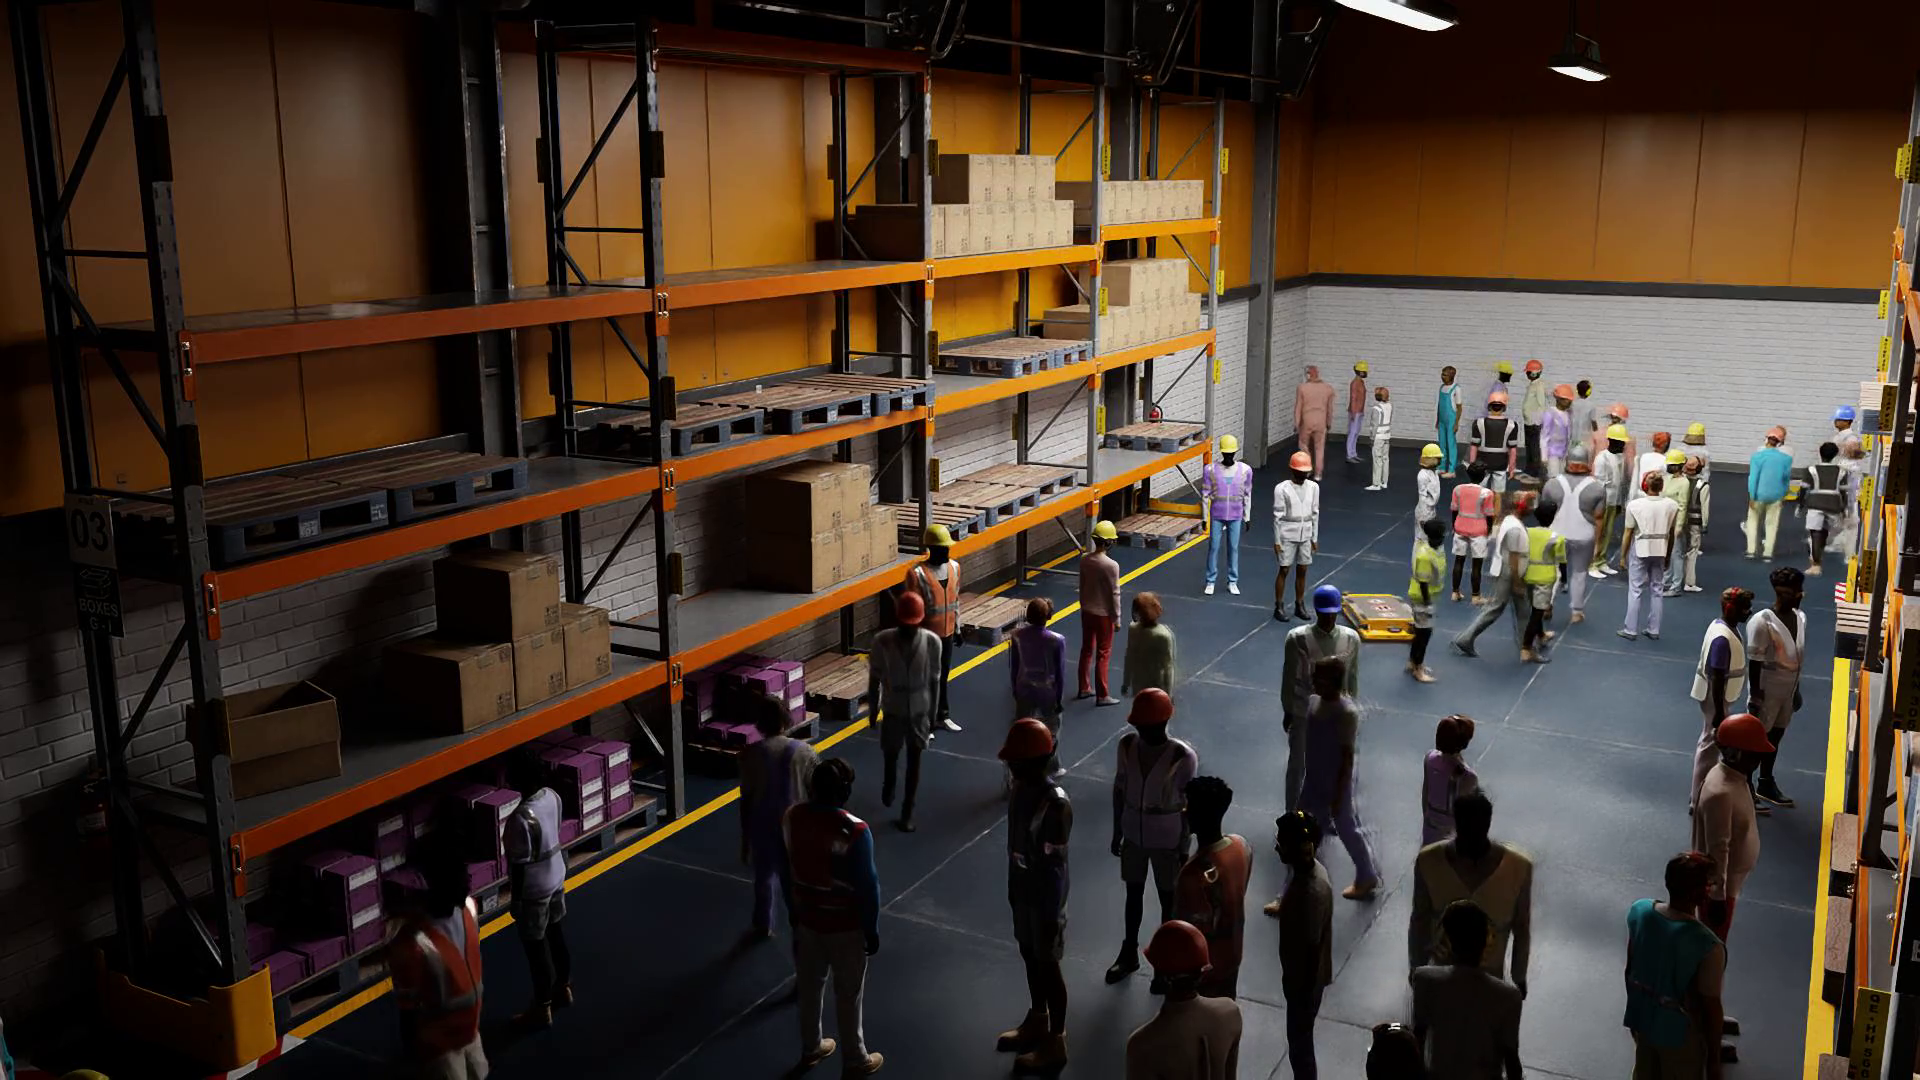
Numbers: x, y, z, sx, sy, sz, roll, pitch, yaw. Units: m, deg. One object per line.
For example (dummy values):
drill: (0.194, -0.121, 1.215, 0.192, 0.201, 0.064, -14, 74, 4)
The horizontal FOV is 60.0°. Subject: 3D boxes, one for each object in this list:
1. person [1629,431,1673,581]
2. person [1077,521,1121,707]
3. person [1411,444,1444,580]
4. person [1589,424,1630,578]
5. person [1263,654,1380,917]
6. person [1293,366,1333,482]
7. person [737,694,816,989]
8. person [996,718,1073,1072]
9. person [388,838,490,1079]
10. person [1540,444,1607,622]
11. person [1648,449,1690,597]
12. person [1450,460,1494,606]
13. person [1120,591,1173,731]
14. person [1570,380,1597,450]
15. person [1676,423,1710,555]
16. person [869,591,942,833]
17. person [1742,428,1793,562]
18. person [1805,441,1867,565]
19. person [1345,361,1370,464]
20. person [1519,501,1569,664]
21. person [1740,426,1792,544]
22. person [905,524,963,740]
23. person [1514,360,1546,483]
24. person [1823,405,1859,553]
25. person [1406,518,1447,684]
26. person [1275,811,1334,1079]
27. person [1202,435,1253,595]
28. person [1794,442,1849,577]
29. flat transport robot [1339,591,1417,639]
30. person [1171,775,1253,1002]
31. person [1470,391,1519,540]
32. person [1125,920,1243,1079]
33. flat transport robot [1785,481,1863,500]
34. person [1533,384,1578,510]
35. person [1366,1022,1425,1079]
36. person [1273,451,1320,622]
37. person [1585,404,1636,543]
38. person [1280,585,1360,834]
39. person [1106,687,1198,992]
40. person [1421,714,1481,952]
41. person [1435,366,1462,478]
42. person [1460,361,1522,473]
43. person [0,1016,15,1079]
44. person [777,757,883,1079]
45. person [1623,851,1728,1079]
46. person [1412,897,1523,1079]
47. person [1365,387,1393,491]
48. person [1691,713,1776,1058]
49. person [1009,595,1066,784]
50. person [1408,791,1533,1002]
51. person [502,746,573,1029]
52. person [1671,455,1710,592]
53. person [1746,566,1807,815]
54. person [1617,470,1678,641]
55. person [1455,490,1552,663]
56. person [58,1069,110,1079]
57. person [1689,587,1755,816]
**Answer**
person: (8.594, -0.422, 20.424, 0.851, 1.850, 0.606, -7, 15, -30)
person: (1.330, 0.685, 15.689, 0.341, 1.760, 0.530, -9, 15, -35)
person: (5.665, -0.303, 20.132, 0.289, 1.746, 0.487, 7, 14, 29)
person: (8.024, -0.484, 20.566, 0.584, 1.918, 0.401, -11, 17, -41)
person: (2.525, 1.642, 11.305, 0.937, 1.812, 0.518, -8, 15, -32)
person: (5.708, -1.905, 27.036, 0.701, 1.861, 0.865, -1, 13, -5)
person: (-1.129, 1.860, 10.500, 0.526, 1.745, 1.135, -3, 13, -13)
person: (0.401, 1.972, 9.313, 0.408, 2.035, 0.601, -6, 14, -24)
person: (-2.533, 2.321, 7.948, 0.682, 1.945, 0.603, 4, 13, 16)
person: (6.782, -0.069, 18.419, 0.697, 2.000, 0.647, 7, 15, 30)
person: (8.407, -0.202, 19.658, 0.336, 1.760, 0.525, 0, 13, -2)
person: (5.931, -0.086, 19.263, 0.318, 1.697, 0.540, -11, 17, -42)
person: (1.564, 1.205, 13.660, 0.411, 1.620, 0.512, -8, 15, -31)
person: (9.462, -1.523, 25.389, 0.567, 1.865, 0.566, -10, 16, -37)
person: (9.559, -0.668, 21.776, 0.325, 1.740, 0.493, -11, 17, -40)
person: (-0.415, 1.274, 12.721, 0.551, 1.909, 0.619, -1, 13, -6)
person: (10.426, -0.581, 21.447, 0.581, 1.709, 0.545, 1, 13, 2)
person: (11.233, -0.476, 21.187, 0.626, 1.616, 0.511, 2, 13, 9)
person: (6.850, -2.200, 28.599, 0.337, 1.758, 0.518, 7, 15, 30)
person: (6.024, 0.411, 17.155, 0.874, 1.642, 0.545, -9, 15, -35)
person: (10.946, -0.759, 22.528, 0.513, 1.575, 0.866, 1, 13, 2)
person: (-0.212, 0.803, 14.770, 0.594, 1.927, 0.367, -11, 17, -40)
person: (9.203, -1.908, 26.761, 0.387, 1.989, 0.623, 1, 13, 3)
person: (11.589, -0.810, 21.942, 0.380, 1.950, 0.605, 1, 13, 5)
person: (4.574, 0.580, 16.374, 0.385, 1.665, 0.581, 8, 15, 31)
person: (1.717, 2.250, 8.456, 0.333, 1.858, 0.510, 1, 13, 5)
person: (3.156, -0.294, 19.683, 0.590, 1.926, 0.388, 1, 13, 2)
person: (10.768, -0.404, 20.804, 0.584, 1.630, 0.891, 2, 13, 9)
flat transport robot: (4.646, 0.824, 18.415, 0.652, 0.197, 1.431, 0, 13, 0)
person: (1.271, 2.159, 8.607, 0.361, 1.964, 0.616, 9, 15, 34)
person: (7.259, -1.011, 22.679, 0.611, 2.030, 0.409, 3, 13, 14)
person: (0.899, 2.522, 6.921, 0.611, 1.995, 0.375, -10, 16, -37)
flat transport robot: (13.186, -0.762, 25.519, 1.431, 0.197, 0.652, 2, 13, 9)
person: (8.461, -1.247, 23.772, 0.649, 2.011, 0.710, -10, 16, -37)
person: (1.651, 2.721, 6.392, 0.504, 1.839, 0.348, -1, 13, -2)
person: (3.756, -0.037, 18.537, 0.547, 1.931, 0.383, -4, 13, -16)
person: (8.616, -0.832, 22.091, 1.050, 1.940, 0.633, -10, 16, -38)
person: (2.723, 1.279, 12.588, 0.602, 1.949, 0.391, -1, 13, -5)
person: (1.168, 1.821, 10.206, 0.542, 1.930, 0.375, 8, 15, 31)
person: (3.088, 1.896, 10.517, 0.307, 1.644, 0.514, -5, 13, -20)
person: (7.977, -1.931, 27.202, 0.332, 1.842, 0.508, -5, 14, -22)
person: (8.863, -2.051, 27.660, 0.947, 1.888, 0.604, 6, 14, 26)
person: (-4.214, 2.590, 6.998, 0.429, 1.833, 0.636, 3, 13, 15)
person: (-0.696, 2.086, 9.218, 0.635, 1.842, 0.429, 8, 15, 32)
person: (3.391, 2.367, 7.948, 0.389, 1.847, 0.567, -5, 14, -22)
person: (2.326, 2.484, 7.468, 0.595, 1.828, 0.755, 8, 15, 31)
person: (6.602, -1.591, 26.145, 0.305, 1.637, 0.522, 12, 17, 42)
person: (4.371, 1.942, 9.517, 0.387, 1.991, 0.626, 7, 14, 28)
person: (0.612, 1.244, 13.501, 0.519, 1.603, 0.732, 7, 14, 28)
person: (2.628, 2.188, 8.622, 0.620, 1.900, 0.453, 4, 13, 19)
person: (-2.504, 2.031, 9.811, 0.317, 1.691, 0.535, 2, 13, 11)
person: (8.711, -0.198, 19.900, 0.309, 1.639, 0.523, -8, 15, -30)
person: (6.399, 1.166, 13.059, 0.606, 1.965, 0.367, -8, 15, -31)
person: (7.352, 0.179, 17.770, 0.563, 1.838, 0.387, -1, 13, -4)
person: (5.596, 0.364, 17.032, 0.933, 1.806, 0.568, 6, 14, 25)
person: (-3.198, 2.790, 6.122, 0.403, 1.820, 0.602, 5, 14, 23)
person: (5.887, 1.255, 12.937, 0.375, 1.840, 0.570, 6, 14, 26)
